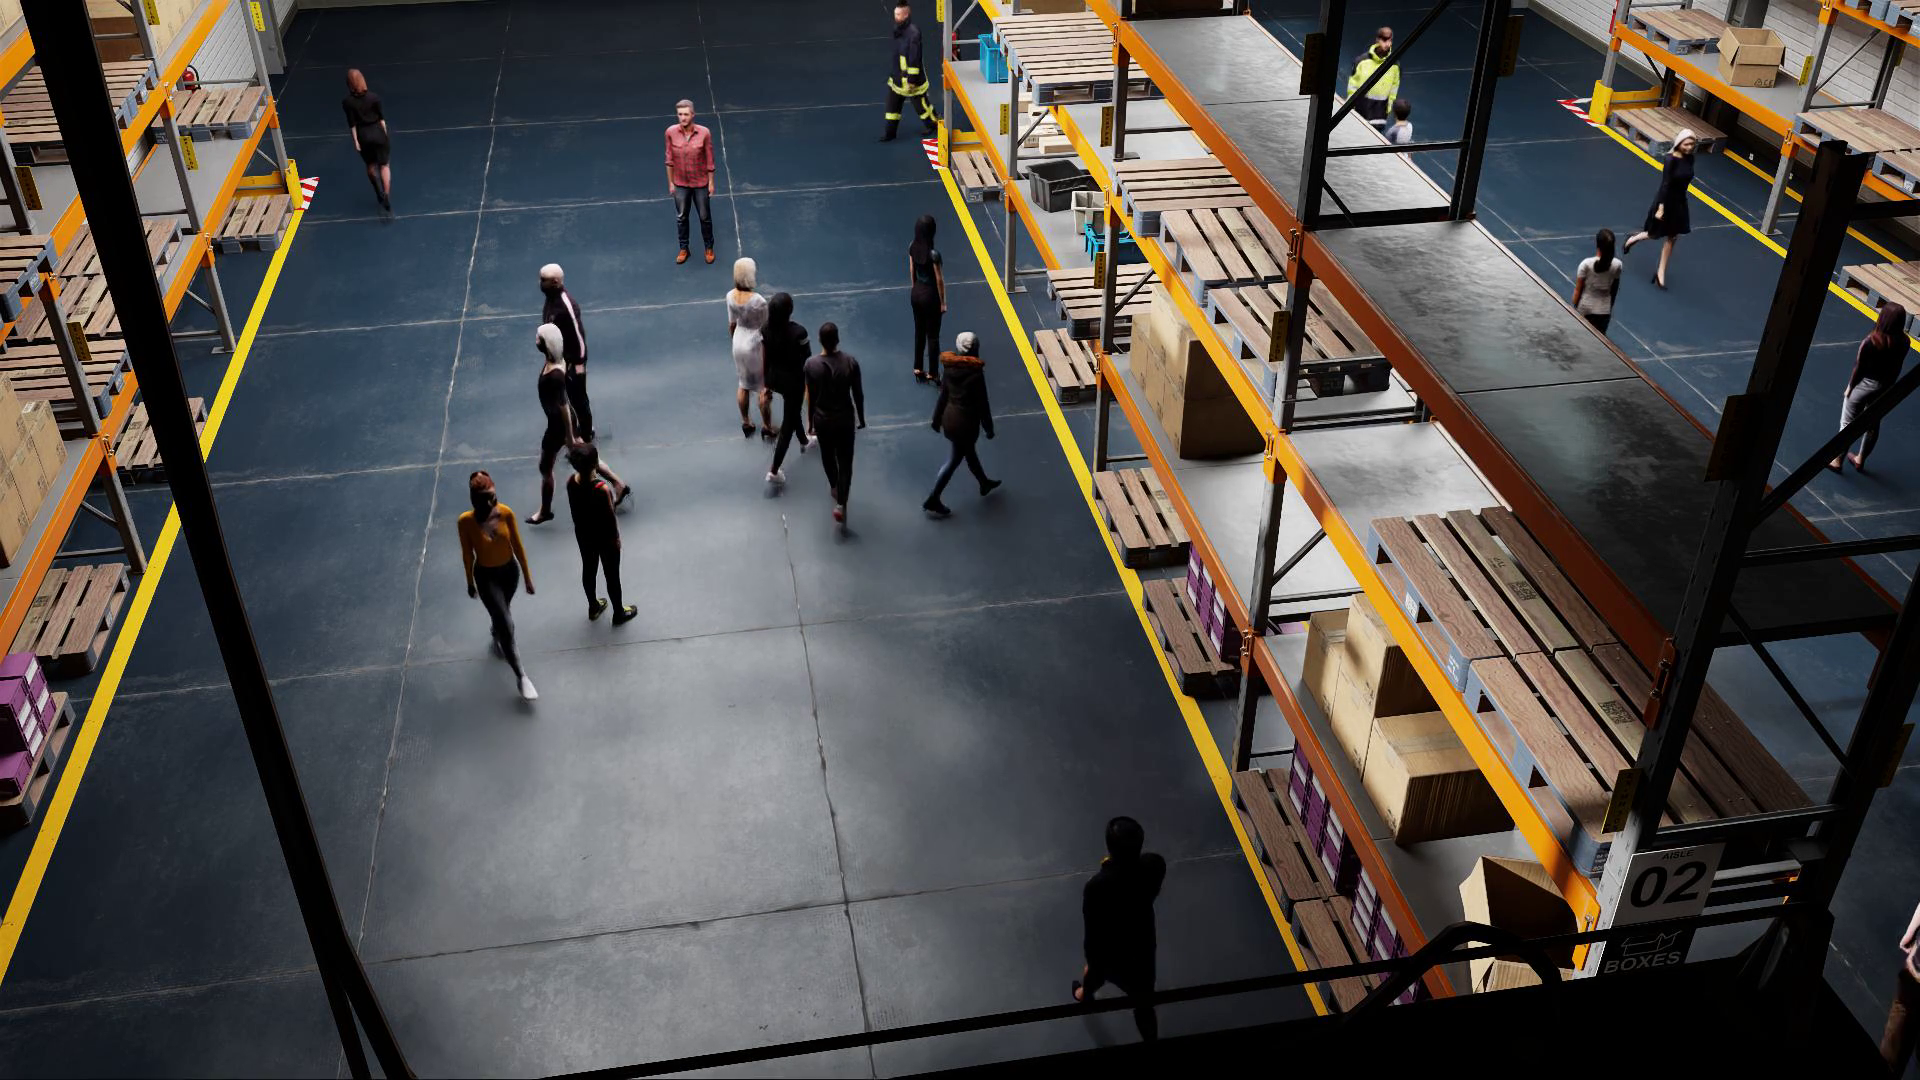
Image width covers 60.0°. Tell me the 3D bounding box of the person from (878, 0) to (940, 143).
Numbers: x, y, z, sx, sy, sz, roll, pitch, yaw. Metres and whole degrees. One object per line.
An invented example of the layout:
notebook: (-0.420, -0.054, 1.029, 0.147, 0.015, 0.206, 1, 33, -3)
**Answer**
person: (-0.603, -6.072, 21.498, 1.185, 1.829, 1.229, -24, 41, -32)

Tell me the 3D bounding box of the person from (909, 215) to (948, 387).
person: (-0.315, -2.288, 15.888, 0.604, 1.737, 0.691, 28, 43, 35)

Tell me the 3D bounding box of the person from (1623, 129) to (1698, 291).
person: (7.538, -3.589, 17.856, 0.715, 1.724, 1.025, -14, 36, -20)

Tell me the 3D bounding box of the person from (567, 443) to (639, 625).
person: (-2.782, -0.058, 12.701, 0.628, 1.552, 0.668, 16, 37, 22)

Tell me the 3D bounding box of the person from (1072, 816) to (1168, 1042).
person: (0.942, 2.267, 9.133, 0.836, 1.629, 1.160, -14, 36, -20)

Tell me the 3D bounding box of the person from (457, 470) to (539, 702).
person: (-3.397, 0.241, 12.114, 0.936, 1.703, 1.293, -19, 38, -26)

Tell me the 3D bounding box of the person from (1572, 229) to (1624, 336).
person: (6.013, -2.141, 15.769, 0.762, 1.624, 1.050, 3, 34, 5)

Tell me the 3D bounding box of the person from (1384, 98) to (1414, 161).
person: (5.035, -4.247, 19.024, 0.918, 1.528, 1.063, -25, 41, -32)

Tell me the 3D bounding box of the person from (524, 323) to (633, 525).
person: (-3.206, -0.953, 13.834, 0.696, 1.788, 1.093, -9, 35, -14)

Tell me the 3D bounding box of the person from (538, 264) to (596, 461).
person: (-3.446, -1.623, 14.795, 0.842, 1.839, 0.704, -18, 38, -25)

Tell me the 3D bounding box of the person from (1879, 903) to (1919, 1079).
person: (5.332, 2.287, 8.931, 1.085, 1.819, 1.171, 19, 38, 26)

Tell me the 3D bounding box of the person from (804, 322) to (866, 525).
person: (-1.055, -0.954, 13.884, 0.772, 1.733, 1.175, 0, 34, 0)

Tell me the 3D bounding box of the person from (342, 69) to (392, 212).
person: (-6.875, -4.647, 19.486, 0.694, 1.682, 1.053, -11, 35, -16)

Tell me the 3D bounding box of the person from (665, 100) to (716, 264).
person: (-2.958, -3.956, 18.313, 0.719, 1.831, 0.602, 0, 34, -1)

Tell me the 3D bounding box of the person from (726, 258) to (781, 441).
person: (-1.886, -1.718, 15.019, 0.646, 1.749, 0.677, 15, 36, 21)

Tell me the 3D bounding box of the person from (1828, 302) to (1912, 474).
person: (7.966, -1.335, 14.572, 0.595, 1.606, 0.515, -4, 34, -6)

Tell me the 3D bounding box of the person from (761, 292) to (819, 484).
person: (-1.514, -1.292, 14.434, 1.087, 1.689, 1.259, 15, 37, 22)

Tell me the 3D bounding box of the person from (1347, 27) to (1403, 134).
person: (4.953, -5.269, 20.203, 1.076, 1.925, 1.384, 5, 34, 8)

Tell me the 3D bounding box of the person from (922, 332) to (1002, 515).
person: (-0.045, -0.949, 14.000, 1.000, 1.597, 1.087, -21, 39, -29)
